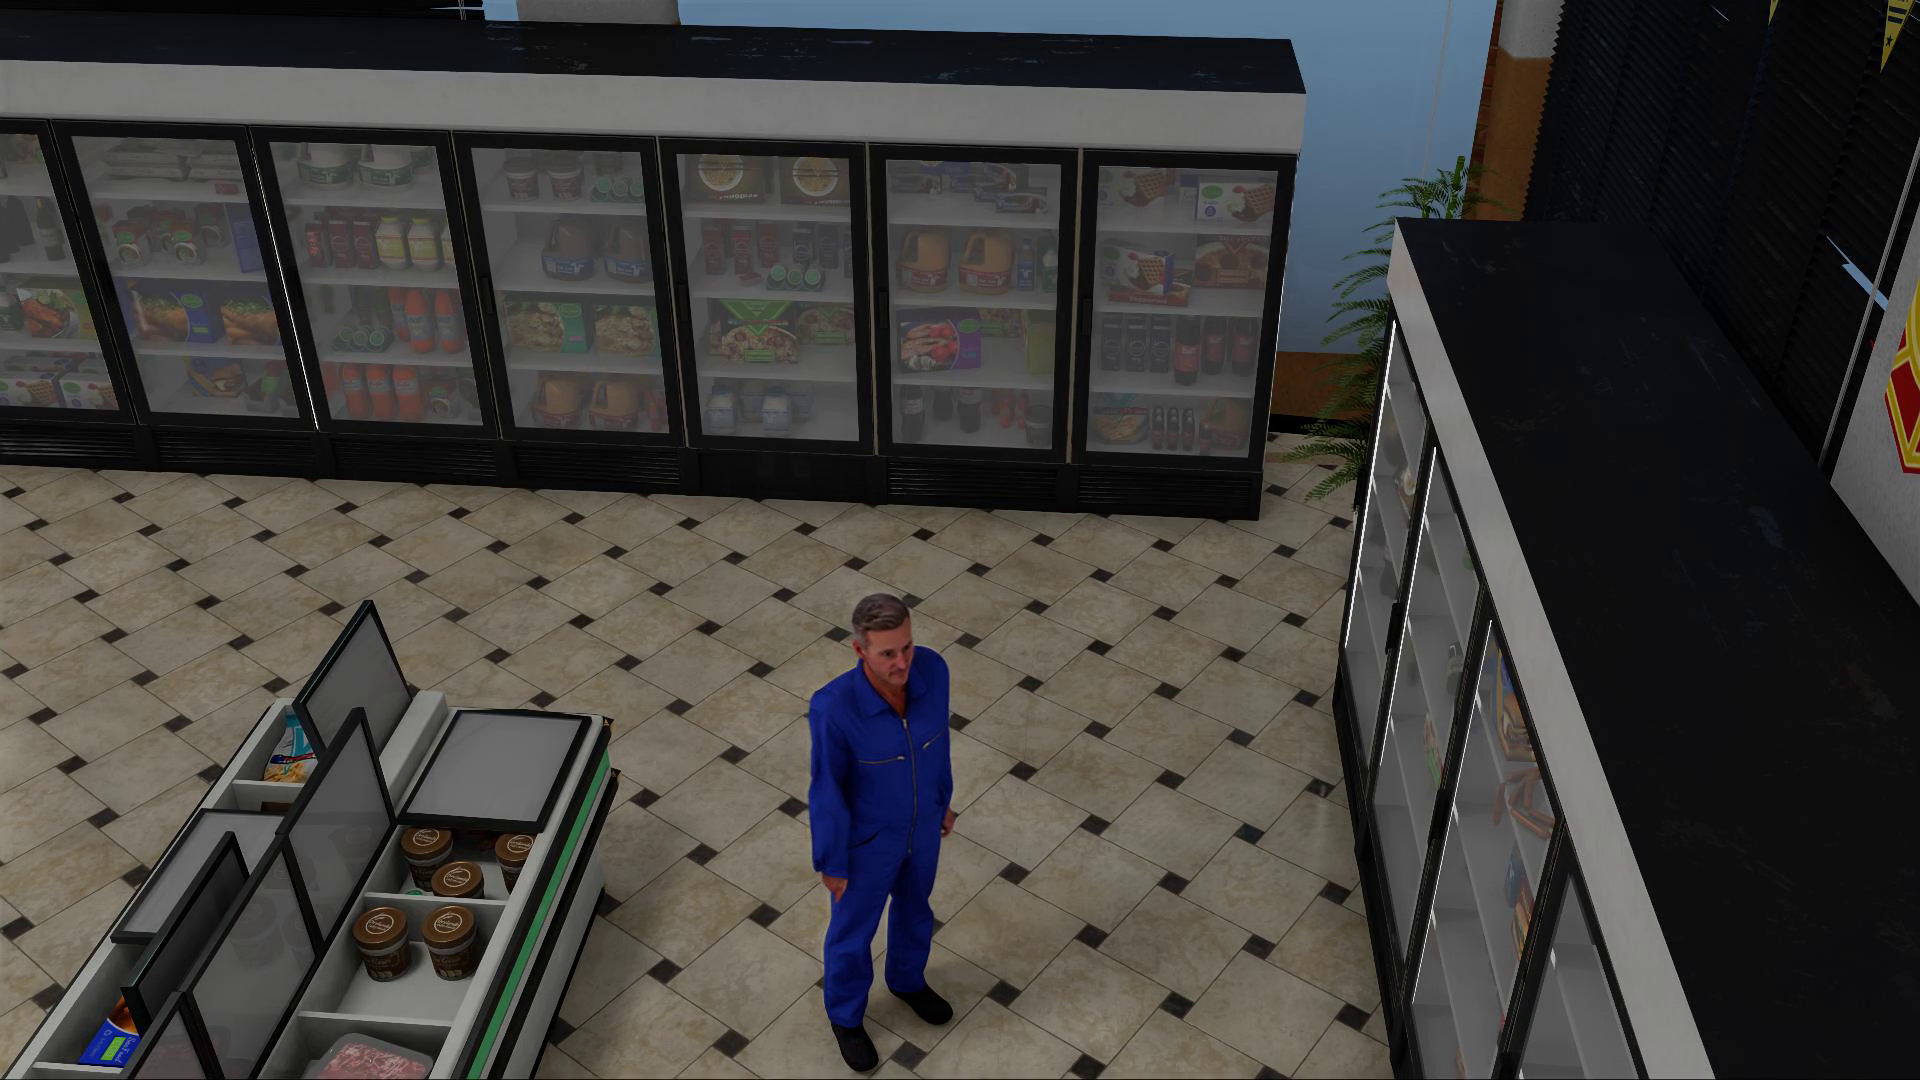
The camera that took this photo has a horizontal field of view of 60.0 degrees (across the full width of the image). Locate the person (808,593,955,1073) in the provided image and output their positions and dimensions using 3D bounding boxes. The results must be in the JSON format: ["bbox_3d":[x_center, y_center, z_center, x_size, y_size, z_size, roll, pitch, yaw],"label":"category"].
[{"bbox_3d":[-0.247,0.933,5.445,0.776,1.826,0.832,-23,39,-33],"label":"person"}]
